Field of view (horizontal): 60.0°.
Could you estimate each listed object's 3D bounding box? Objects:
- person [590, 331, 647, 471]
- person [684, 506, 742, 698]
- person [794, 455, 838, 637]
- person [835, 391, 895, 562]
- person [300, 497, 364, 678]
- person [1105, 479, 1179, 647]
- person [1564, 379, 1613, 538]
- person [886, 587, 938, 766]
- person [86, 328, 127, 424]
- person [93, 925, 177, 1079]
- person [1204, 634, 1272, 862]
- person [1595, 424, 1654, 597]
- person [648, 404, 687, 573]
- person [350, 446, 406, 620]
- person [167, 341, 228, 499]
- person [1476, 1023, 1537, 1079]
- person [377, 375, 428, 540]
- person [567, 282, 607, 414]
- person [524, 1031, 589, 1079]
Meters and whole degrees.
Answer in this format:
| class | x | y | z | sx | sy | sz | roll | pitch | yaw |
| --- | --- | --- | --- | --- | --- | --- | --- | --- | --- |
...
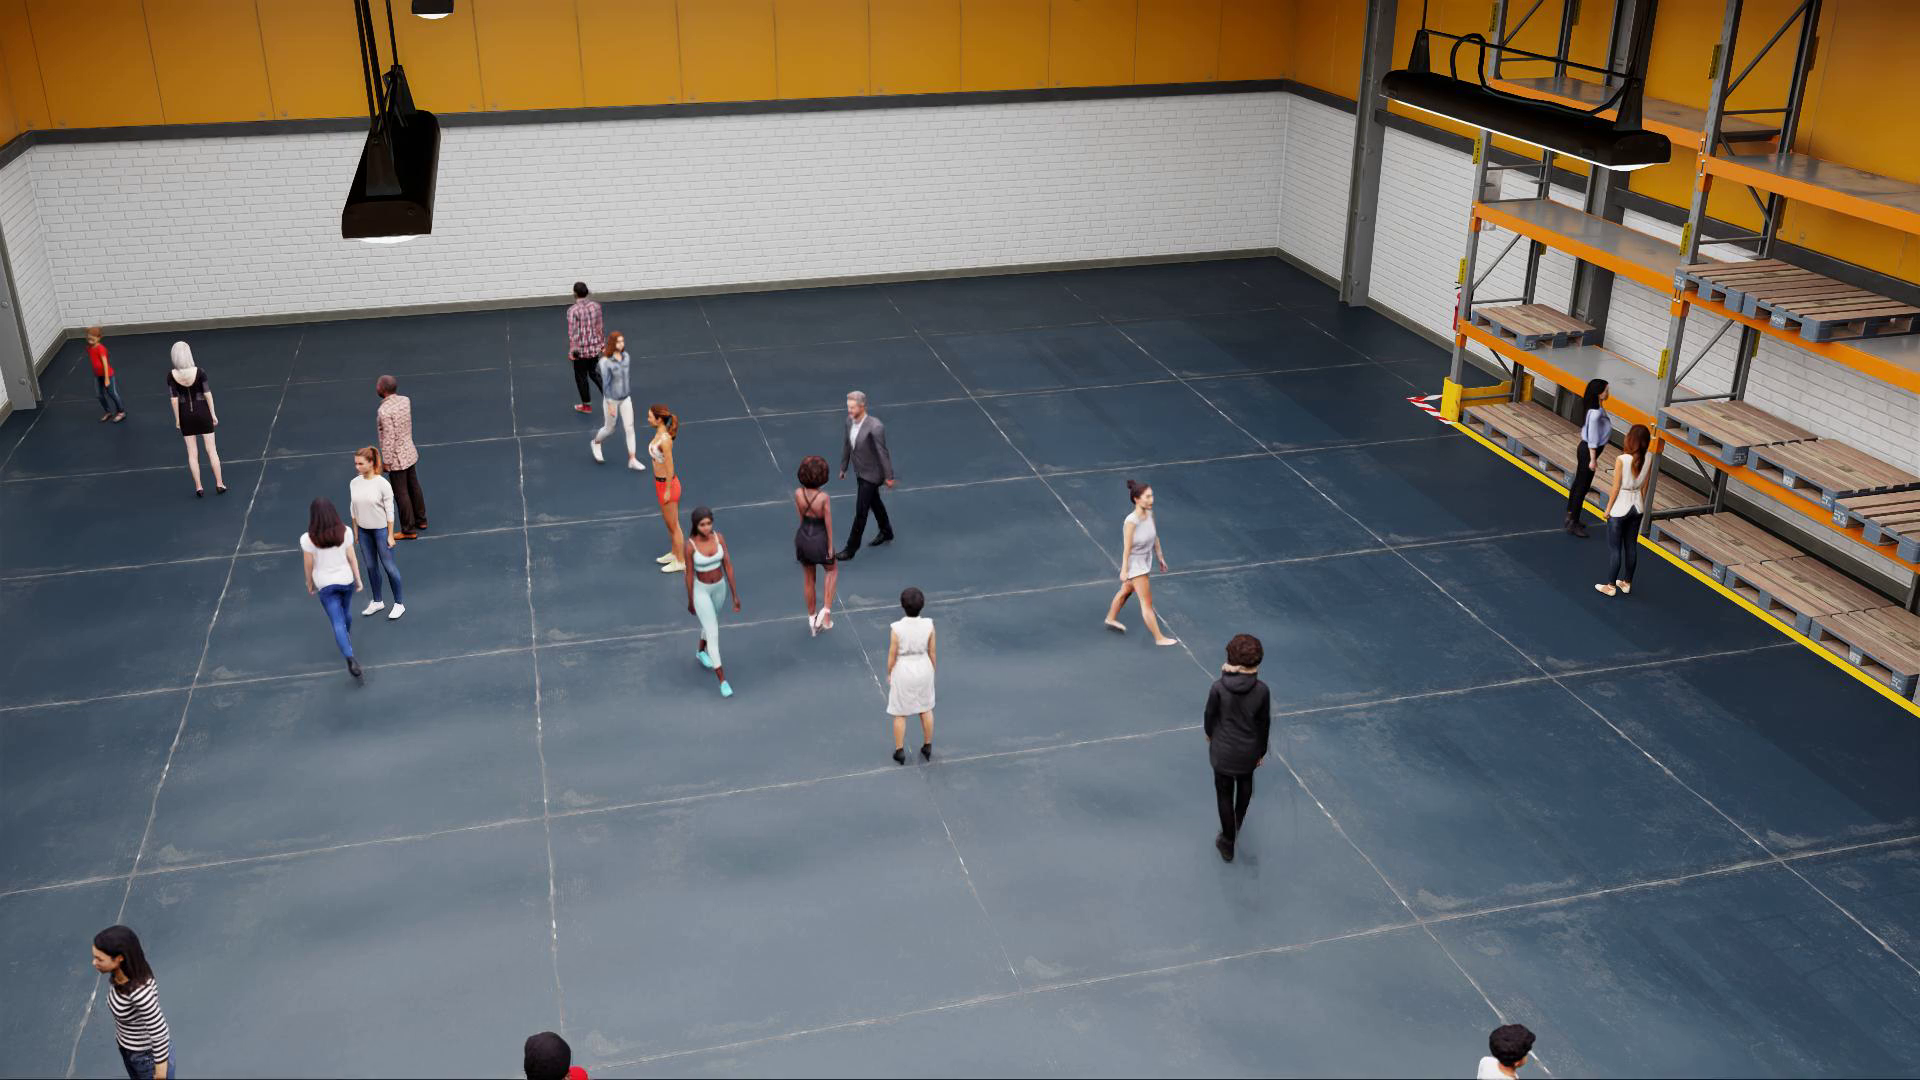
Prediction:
| class | x | y | z | sx | sy | sz | roll | pitch | yaw |
| --- | --- | --- | --- | --- | --- | --- | --- | --- | --- |
| person | -4.132 | -1.657 | 19.733 | 1.156 | 1.676 | 0.962 | 21 | 31 | 40 |
| person | -2.258 | 0.479 | 14.842 | 0.817 | 1.680 | 1.188 | -15 | 28 | -30 |
| person | -1.401 | 0.099 | 15.594 | 0.697 | 1.774 | 0.763 | 9 | 25 | 19 |
| person | -0.906 | -0.713 | 17.419 | 1.161 | 1.800 | 1.226 | -19 | 30 | -37 |
| person | -5.583 | 0.478 | 14.903 | 0.871 | 1.633 | 1.231 | -15 | 28 | -30 |
| person | 1.604 | 0.205 | 15.618 | 1.087 | 1.560 | 1.008 | 14 | 27 | 29 |
| person | 6.762 | -0.903 | 17.924 | 0.791 | 1.743 | 0.667 | 6 | 24 | 14 |
| person | -0.383 | 1.108 | 13.562 | 0.584 | 1.552 | 0.535 | -8 | 25 | -18 |
| person | -10.934 | -2.128 | 21.296 | 0.626 | 1.288 | 0.692 | 13 | 27 | 28 |
| person | -4.488 | 2.878 | 9.211 | 0.621 | 1.794 | 0.736 | 22 | 32 | 40 |
| person | 2.040 | 1.574 | 12.249 | 0.758 | 1.750 | 0.948 | 0 | 24 | 0 |
| person | 6.611 | -0.295 | 16.483 | 0.577 | 1.785 | 0.505 | -6 | 24 | -15 |
| person | -2.996 | -0.541 | 17.038 | 0.644 | 1.789 | 0.468 | -7 | 25 | -16 |
| person | -5.642 | -0.075 | 16.060 | 0.692 | 1.720 | 0.701 | 6 | 24 | 14 |
| person | -8.691 | -1.375 | 18.897 | 0.603 | 1.830 | 0.522 | -8 | 25 | -18 |
| person | 2.938 | 3.196 | 9.155 | 0.579 | 1.257 | 0.468 | -11 | 26 | -23 |
| person | -6.011 | -0.902 | 17.841 | 0.841 | 1.808 | 0.693 | 4 | 24 | 10 |
| person | -4.793 | -2.465 | 21.493 | 1.001 | 1.747 | 0.929 | 17 | 29 | 34 |
| person | -1.935 | 3.273 | 8.440 | 0.917 | 1.689 | 1.187 | -20 | 31 | -38 |
